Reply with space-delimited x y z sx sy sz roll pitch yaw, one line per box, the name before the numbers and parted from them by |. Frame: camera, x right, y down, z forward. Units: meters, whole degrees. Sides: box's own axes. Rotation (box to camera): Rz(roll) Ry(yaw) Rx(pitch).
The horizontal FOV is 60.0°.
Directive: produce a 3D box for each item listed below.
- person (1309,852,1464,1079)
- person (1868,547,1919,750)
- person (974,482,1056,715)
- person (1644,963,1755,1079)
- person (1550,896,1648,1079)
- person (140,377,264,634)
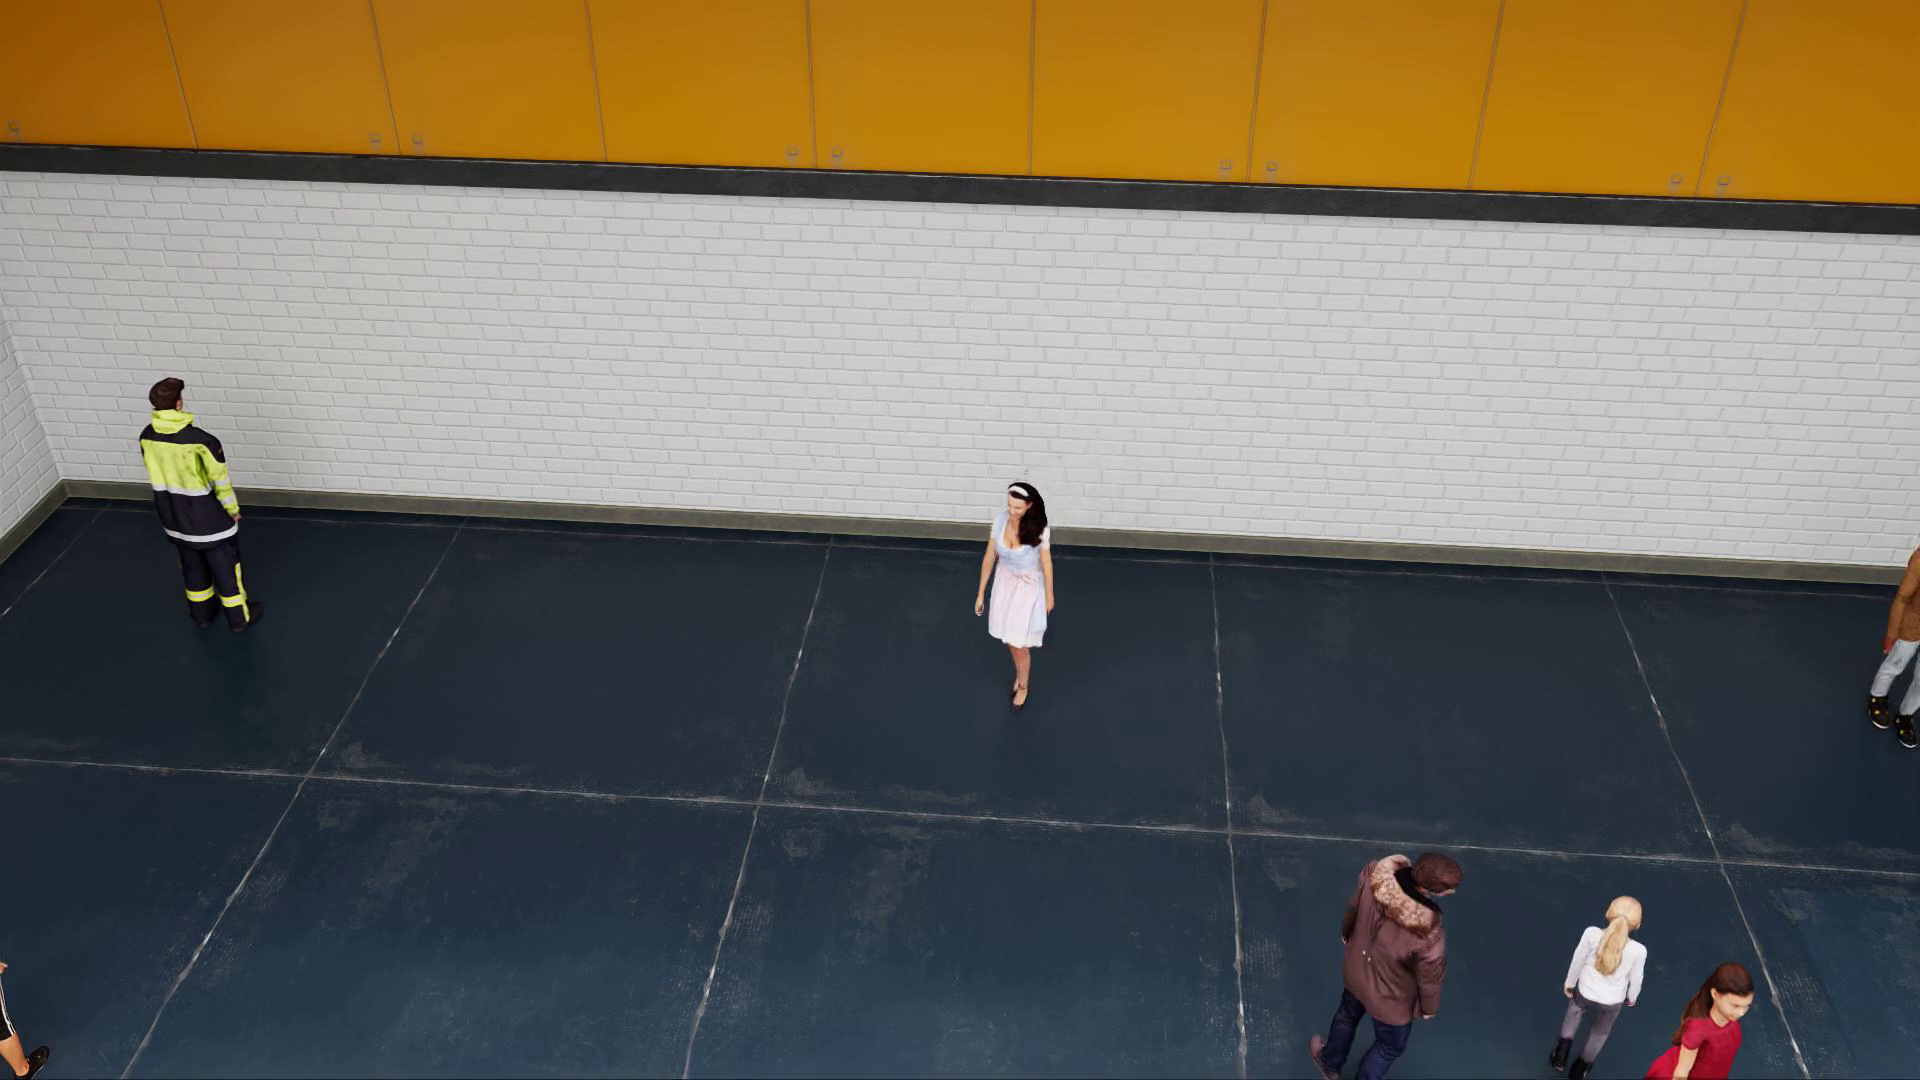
person | 2.066 2.157 8.350 1.013 1.809 0.842 -25 41 -32
person | 6.278 0.514 10.846 0.681 1.783 0.772 1 34 1
person | 0.433 0.326 11.116 0.851 1.796 0.941 20 38 27
person | 3.482 2.577 7.951 0.681 1.551 0.741 -23 40 -31
person | 3.270 2.356 8.535 0.585 1.271 0.629 22 40 30
person | -5.429 -0.244 11.808 0.776 1.978 0.658 6 34 9
